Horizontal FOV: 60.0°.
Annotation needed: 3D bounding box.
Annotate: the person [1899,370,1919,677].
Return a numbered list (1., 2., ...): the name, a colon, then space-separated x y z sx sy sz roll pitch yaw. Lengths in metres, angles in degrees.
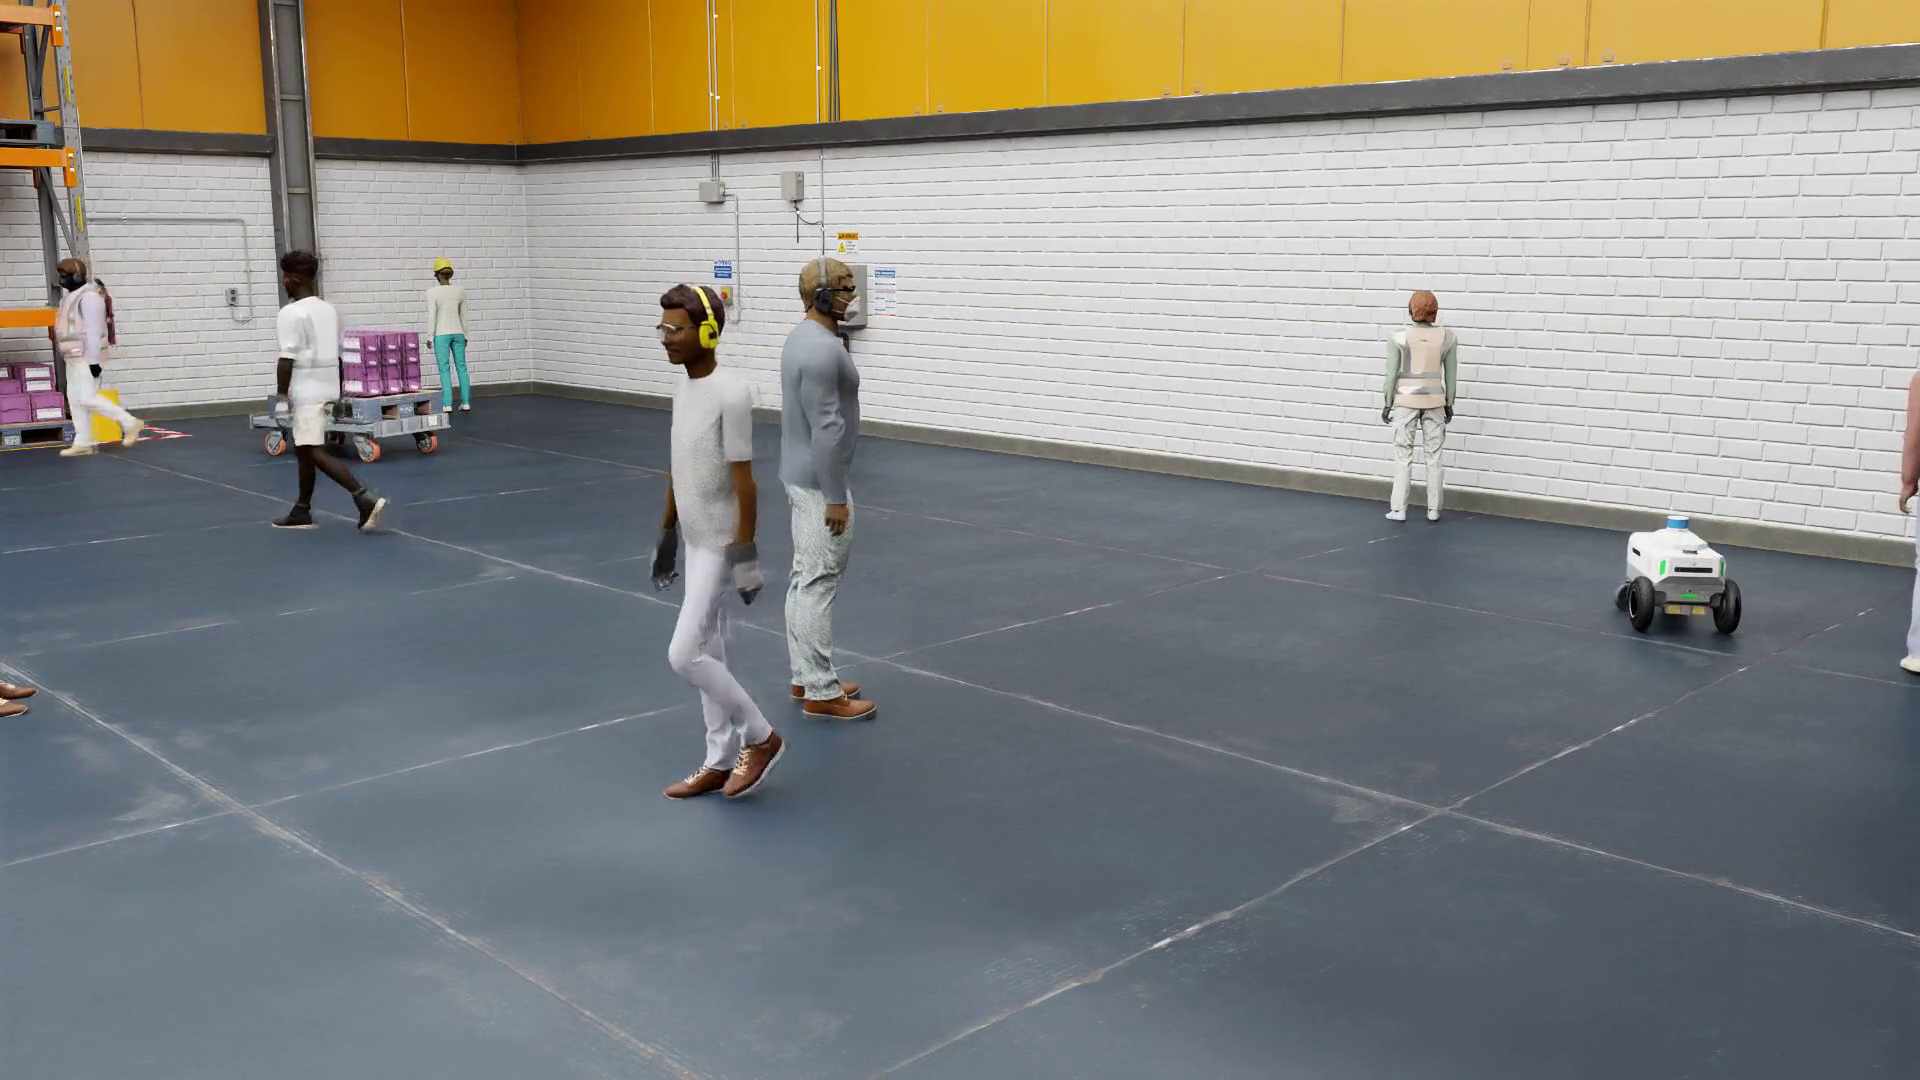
1. person: 4.587 -0.236 7.589 0.532 1.765 0.331 6 12 28

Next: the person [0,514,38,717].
1. person: -4.183 -0.189 7.042 0.334 1.873 0.517 -4 11 -19

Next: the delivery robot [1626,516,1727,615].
1. delivery robot: 3.741 0.118 8.701 0.477 0.478 0.707 2 10 9

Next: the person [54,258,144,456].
1. person: -7.997 -1.682 15.321 0.616 1.824 0.631 -9 14 -41

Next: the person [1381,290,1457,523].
1. person: 3.235 -0.933 11.728 0.524 1.639 0.306 0 10 -1

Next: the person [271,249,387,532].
1. person: -4.335 -0.993 11.270 0.895 1.937 0.611 2 11 11

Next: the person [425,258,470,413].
1. person: -5.870 -2.335 19.025 0.328 1.767 0.532 9 14 40

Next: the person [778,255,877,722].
1. person: -0.574 -0.215 6.995 0.370 1.940 0.627 -2 11 -13

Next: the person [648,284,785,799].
1. person: -0.925 0.025 5.916 0.379 1.855 0.525 -6 12 -28
